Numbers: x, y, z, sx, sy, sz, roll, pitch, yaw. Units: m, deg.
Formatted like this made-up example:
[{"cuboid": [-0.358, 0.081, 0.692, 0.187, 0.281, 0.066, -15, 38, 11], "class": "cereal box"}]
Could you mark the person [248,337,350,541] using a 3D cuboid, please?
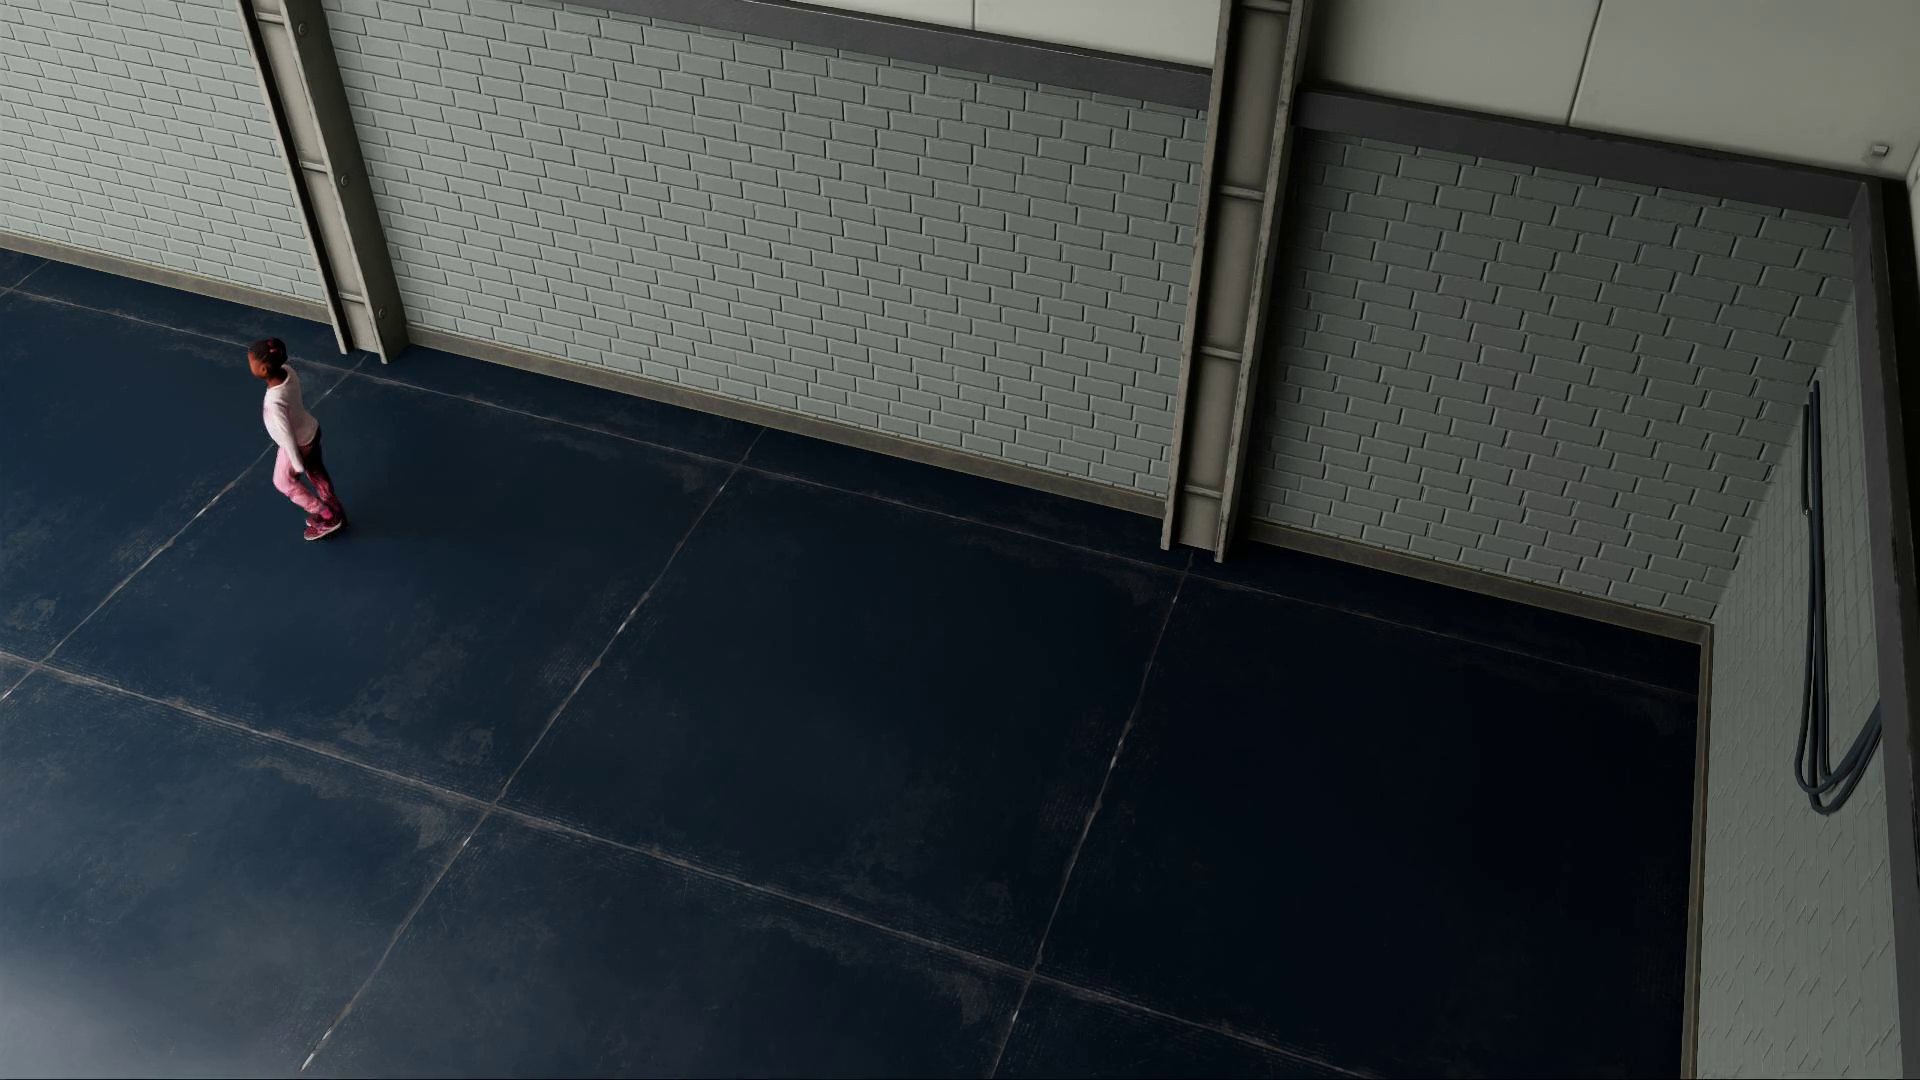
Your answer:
[{"cuboid": [-3.893, -0.610, 9.936, 0.621, 1.436, 0.618, 1, 42, 1], "class": "person"}]
